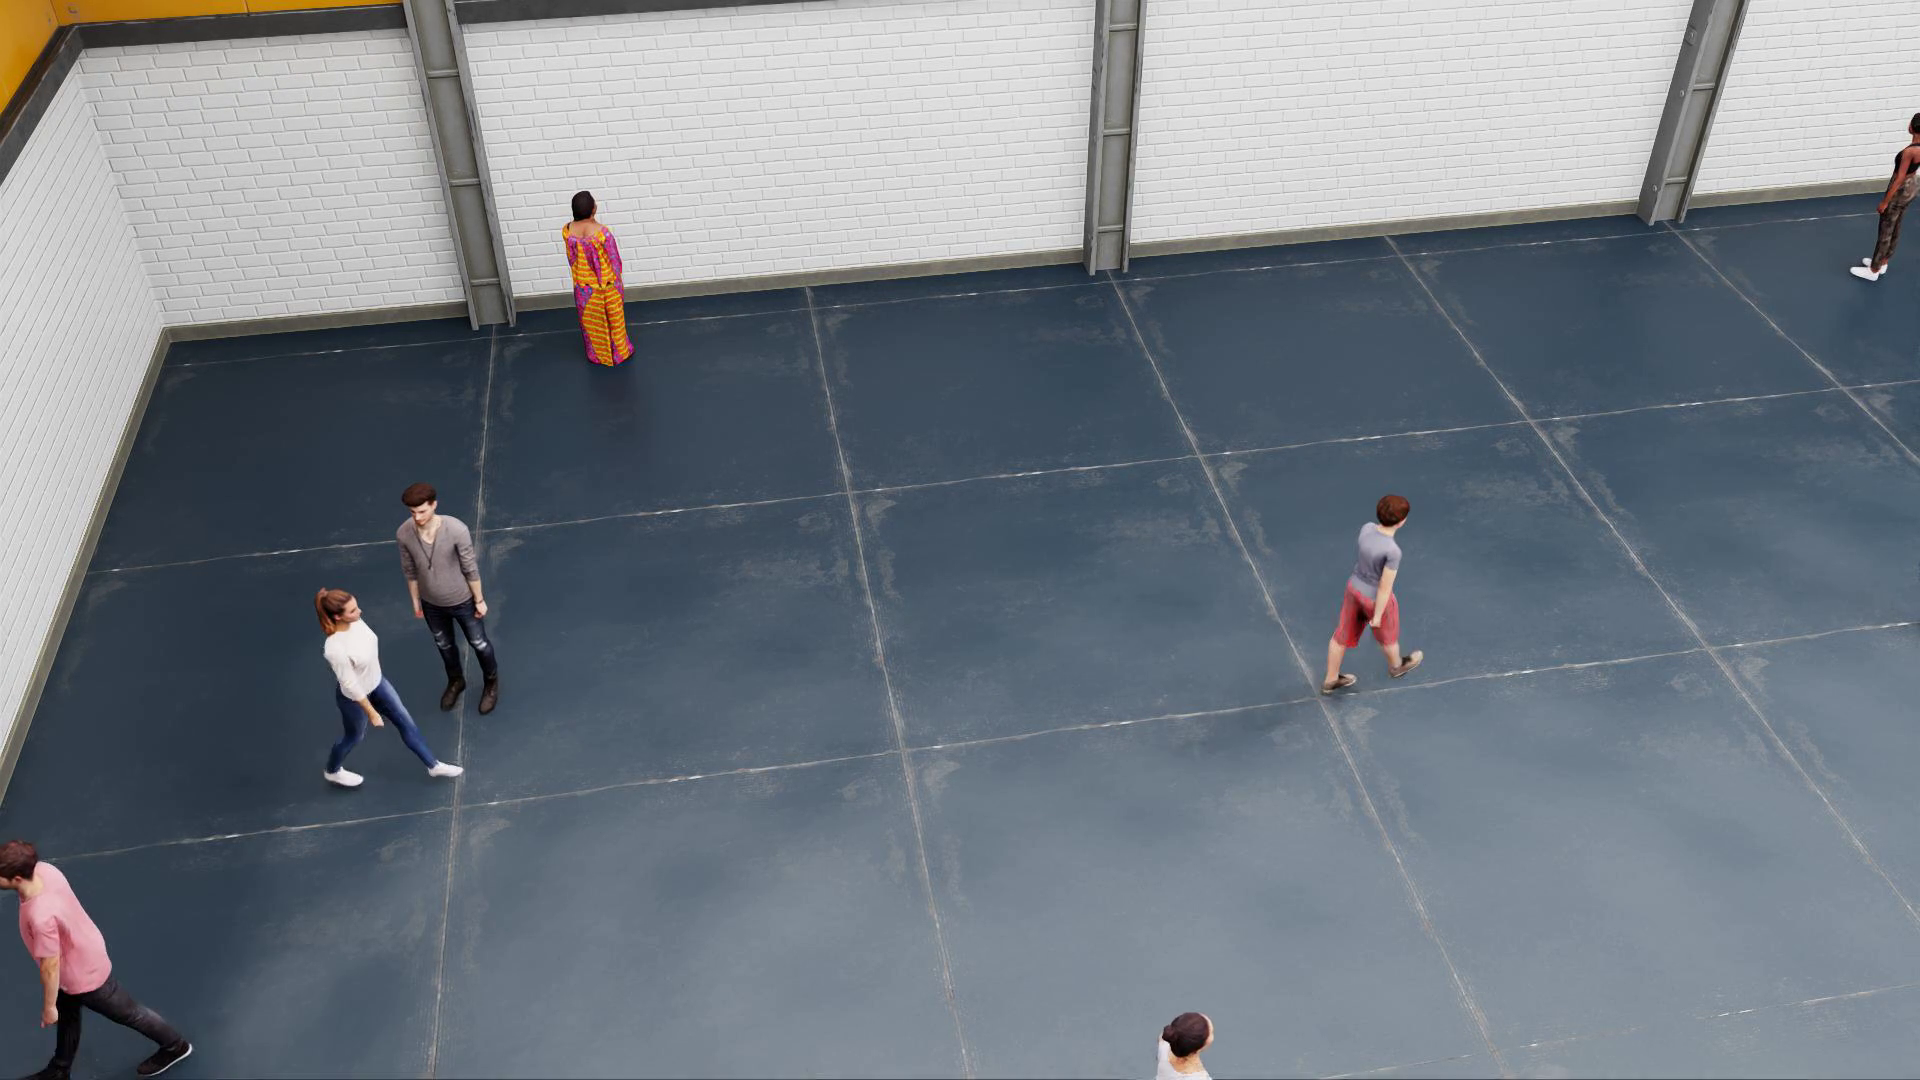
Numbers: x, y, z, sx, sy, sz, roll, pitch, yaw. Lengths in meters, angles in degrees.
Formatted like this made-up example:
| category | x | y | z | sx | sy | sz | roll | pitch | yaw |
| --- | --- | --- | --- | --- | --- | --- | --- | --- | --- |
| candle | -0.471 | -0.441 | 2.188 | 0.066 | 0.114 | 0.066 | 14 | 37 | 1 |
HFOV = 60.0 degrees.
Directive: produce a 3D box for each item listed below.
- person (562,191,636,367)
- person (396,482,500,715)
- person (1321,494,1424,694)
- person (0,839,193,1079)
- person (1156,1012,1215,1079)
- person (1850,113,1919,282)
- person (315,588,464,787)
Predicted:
| category | x | y | z | sx | sy | sz | roll | pitch | yaw |
| --- | --- | --- | --- | --- | --- | --- | --- | --- | --- |
| person | -3.251 | -2.376 | 14.877 | 0.722 | 1.686 | 0.811 | 9 | 39 | 11 |
| person | -3.455 | 0.373 | 11.263 | 0.577 | 1.900 | 0.771 | 1 | 39 | 1 |
| person | 2.744 | 0.418 | 11.429 | 1.083 | 1.622 | 0.815 | -19 | 42 | -22 |
| person | -4.592 | 2.249 | 8.895 | 1.214 | 1.925 | 0.913 | -20 | 43 | -23 |
| person | 1.011 | 2.922 | 8.337 | 1.135 | 1.569 | 0.853 | -22 | 43 | -25 |
| person | 9.061 | -3.324 | 16.053 | 0.610 | 1.699 | 0.716 | -27 | 46 | -30 |
| person | -3.919 | 1.004 | 10.658 | 1.211 | 1.670 | 0.824 | 3 | 39 | 3 |
